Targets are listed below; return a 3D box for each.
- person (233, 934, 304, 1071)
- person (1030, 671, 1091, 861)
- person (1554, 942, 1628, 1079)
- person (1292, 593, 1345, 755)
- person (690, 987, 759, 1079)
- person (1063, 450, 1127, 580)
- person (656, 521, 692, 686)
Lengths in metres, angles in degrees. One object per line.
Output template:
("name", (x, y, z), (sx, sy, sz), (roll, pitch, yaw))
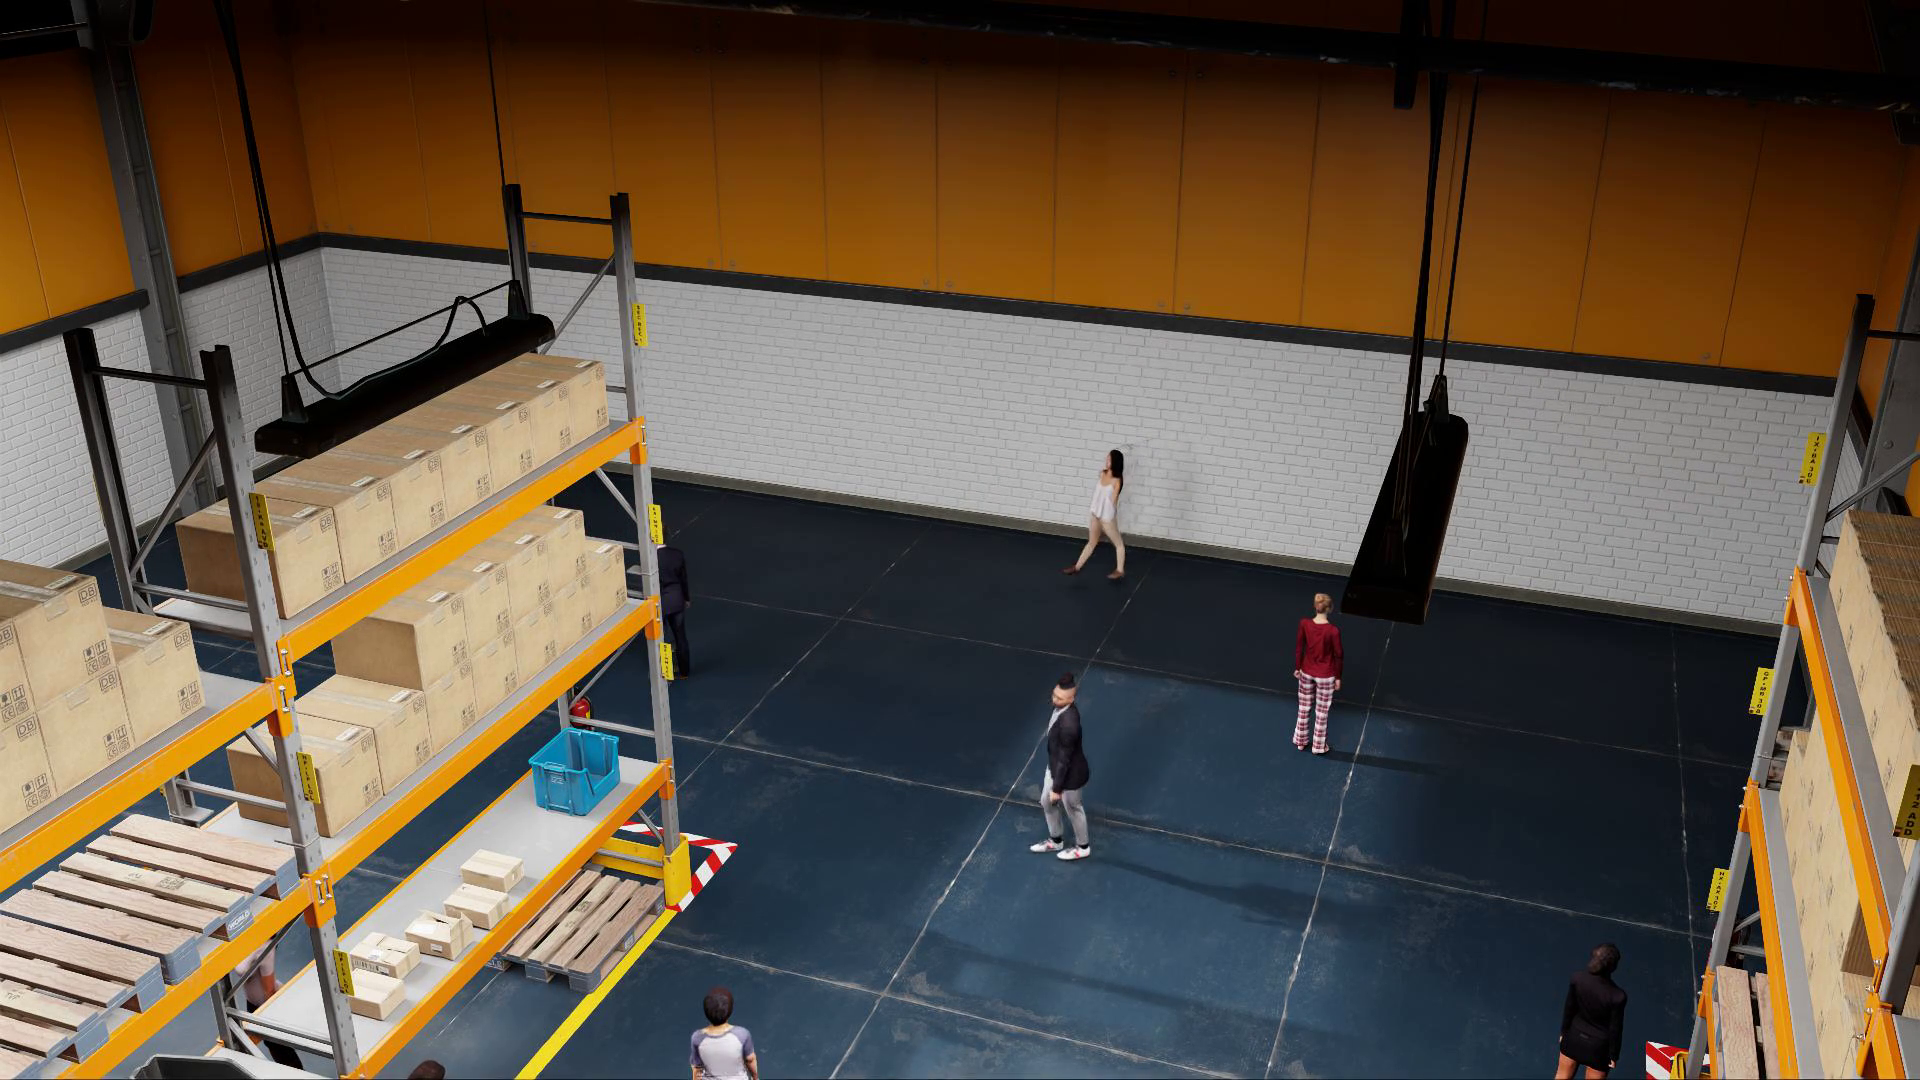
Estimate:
("person", (-4.828, 3.251, 11.630), (0.664, 1.744, 0.656), (20, 31, 38))
("person", (0.966, 1.951, 14.375), (0.980, 1.928, 0.899), (-1, 24, -1))
("person", (4.282, 3.441, 11.330), (0.651, 1.636, 0.694), (19, 30, 36))
("person", (3.481, 1.282, 16.188), (0.668, 1.702, 0.581), (15, 28, 30))
("person", (-1.552, 3.662, 10.938), (0.660, 1.546, 0.722), (2, 24, 4))
("person", (1.819, -0.314, 19.937), (1.014, 1.623, 0.898), (-21, 31, -39))
("person", (-3.098, 0.650, 17.494), (0.745, 1.814, 0.845), (-15, 28, -31))
